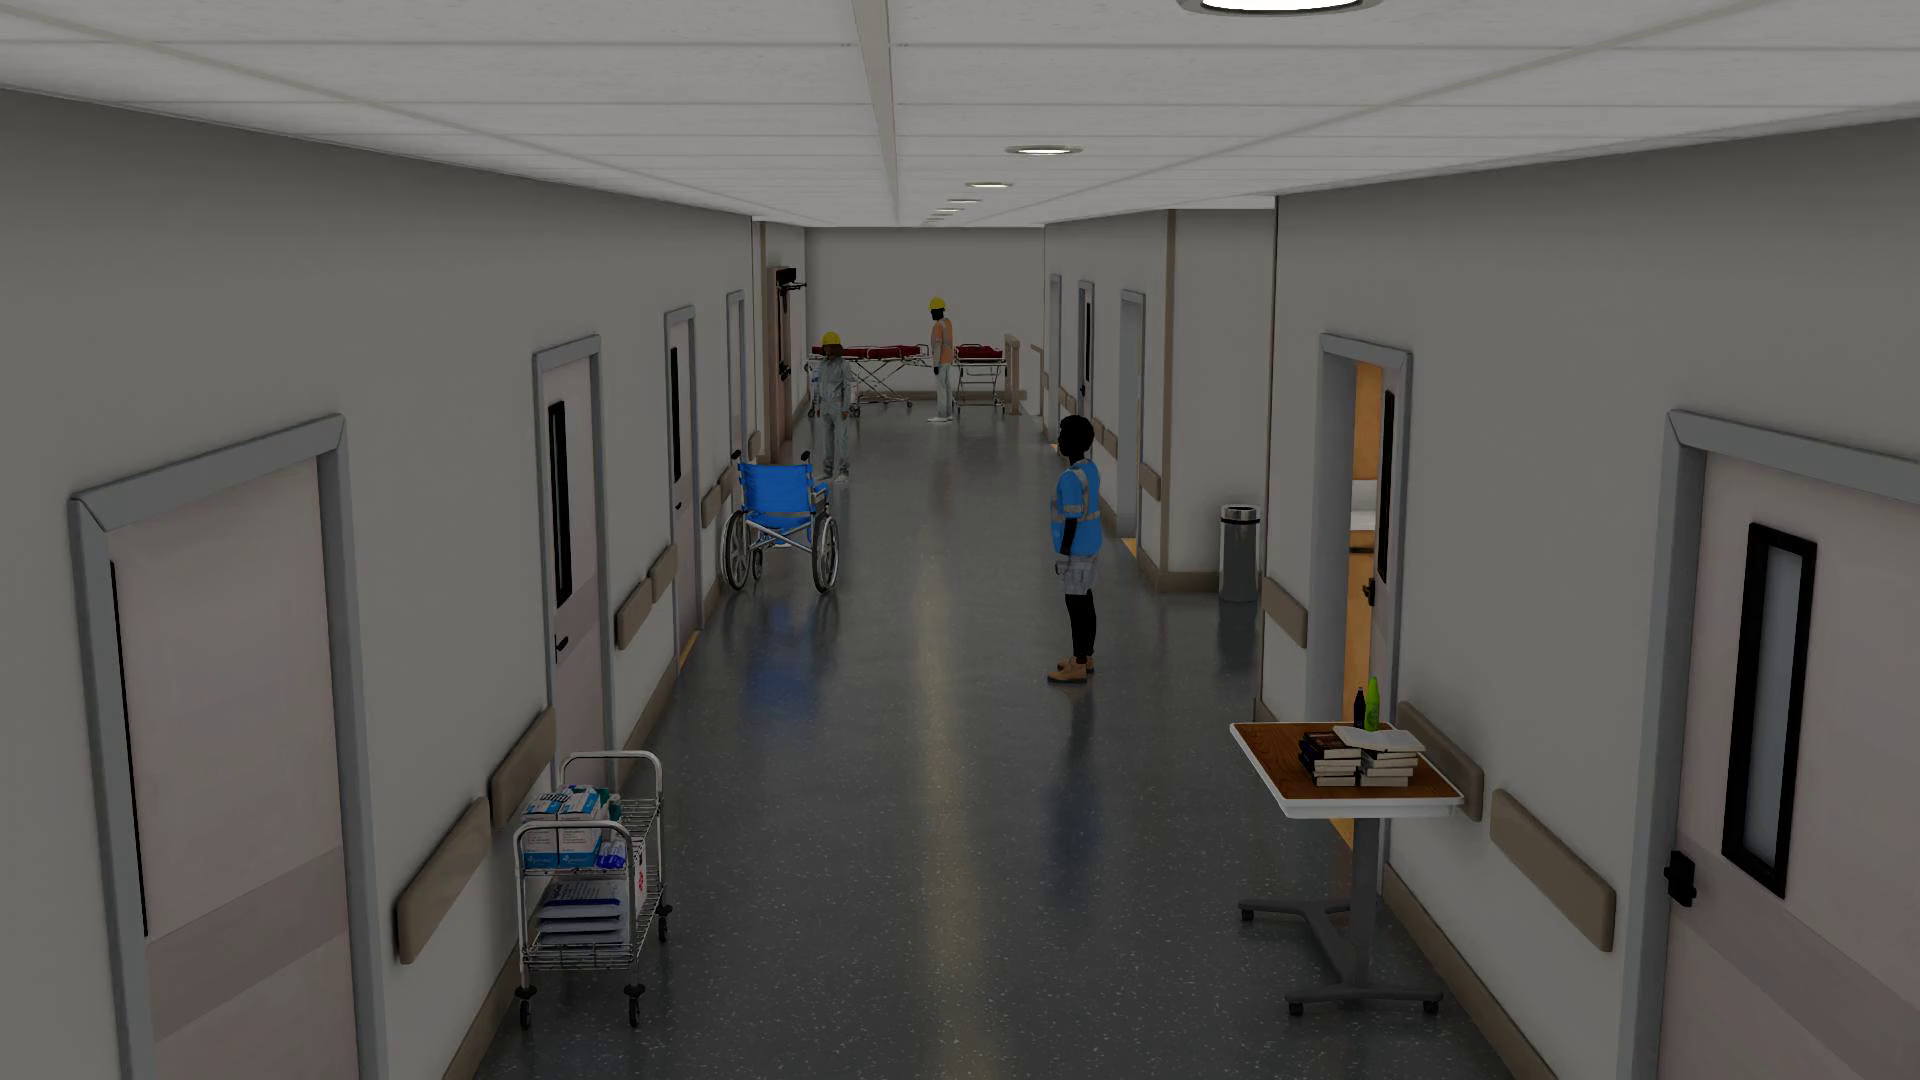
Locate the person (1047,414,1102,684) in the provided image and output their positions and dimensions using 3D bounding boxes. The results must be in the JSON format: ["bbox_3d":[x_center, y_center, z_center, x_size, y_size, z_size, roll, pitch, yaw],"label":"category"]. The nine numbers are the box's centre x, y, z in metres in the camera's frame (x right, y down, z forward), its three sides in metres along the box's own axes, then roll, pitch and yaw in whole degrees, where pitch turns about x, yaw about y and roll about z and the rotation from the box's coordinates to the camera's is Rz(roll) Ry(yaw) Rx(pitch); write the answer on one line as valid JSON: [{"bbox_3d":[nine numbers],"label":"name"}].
[{"bbox_3d":[0.728,0.057,10.504,0.318,1.697,0.533,3,11,17],"label":"person"}]

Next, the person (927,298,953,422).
[{"bbox_3d":[-0.309,-2.774,25.665,0.393,1.918,0.585,3,11,17],"label":"person"}]

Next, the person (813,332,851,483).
[{"bbox_3d":[-1.475,-1.531,19.213,0.484,1.745,0.297,8,13,37],"label":"person"}]
